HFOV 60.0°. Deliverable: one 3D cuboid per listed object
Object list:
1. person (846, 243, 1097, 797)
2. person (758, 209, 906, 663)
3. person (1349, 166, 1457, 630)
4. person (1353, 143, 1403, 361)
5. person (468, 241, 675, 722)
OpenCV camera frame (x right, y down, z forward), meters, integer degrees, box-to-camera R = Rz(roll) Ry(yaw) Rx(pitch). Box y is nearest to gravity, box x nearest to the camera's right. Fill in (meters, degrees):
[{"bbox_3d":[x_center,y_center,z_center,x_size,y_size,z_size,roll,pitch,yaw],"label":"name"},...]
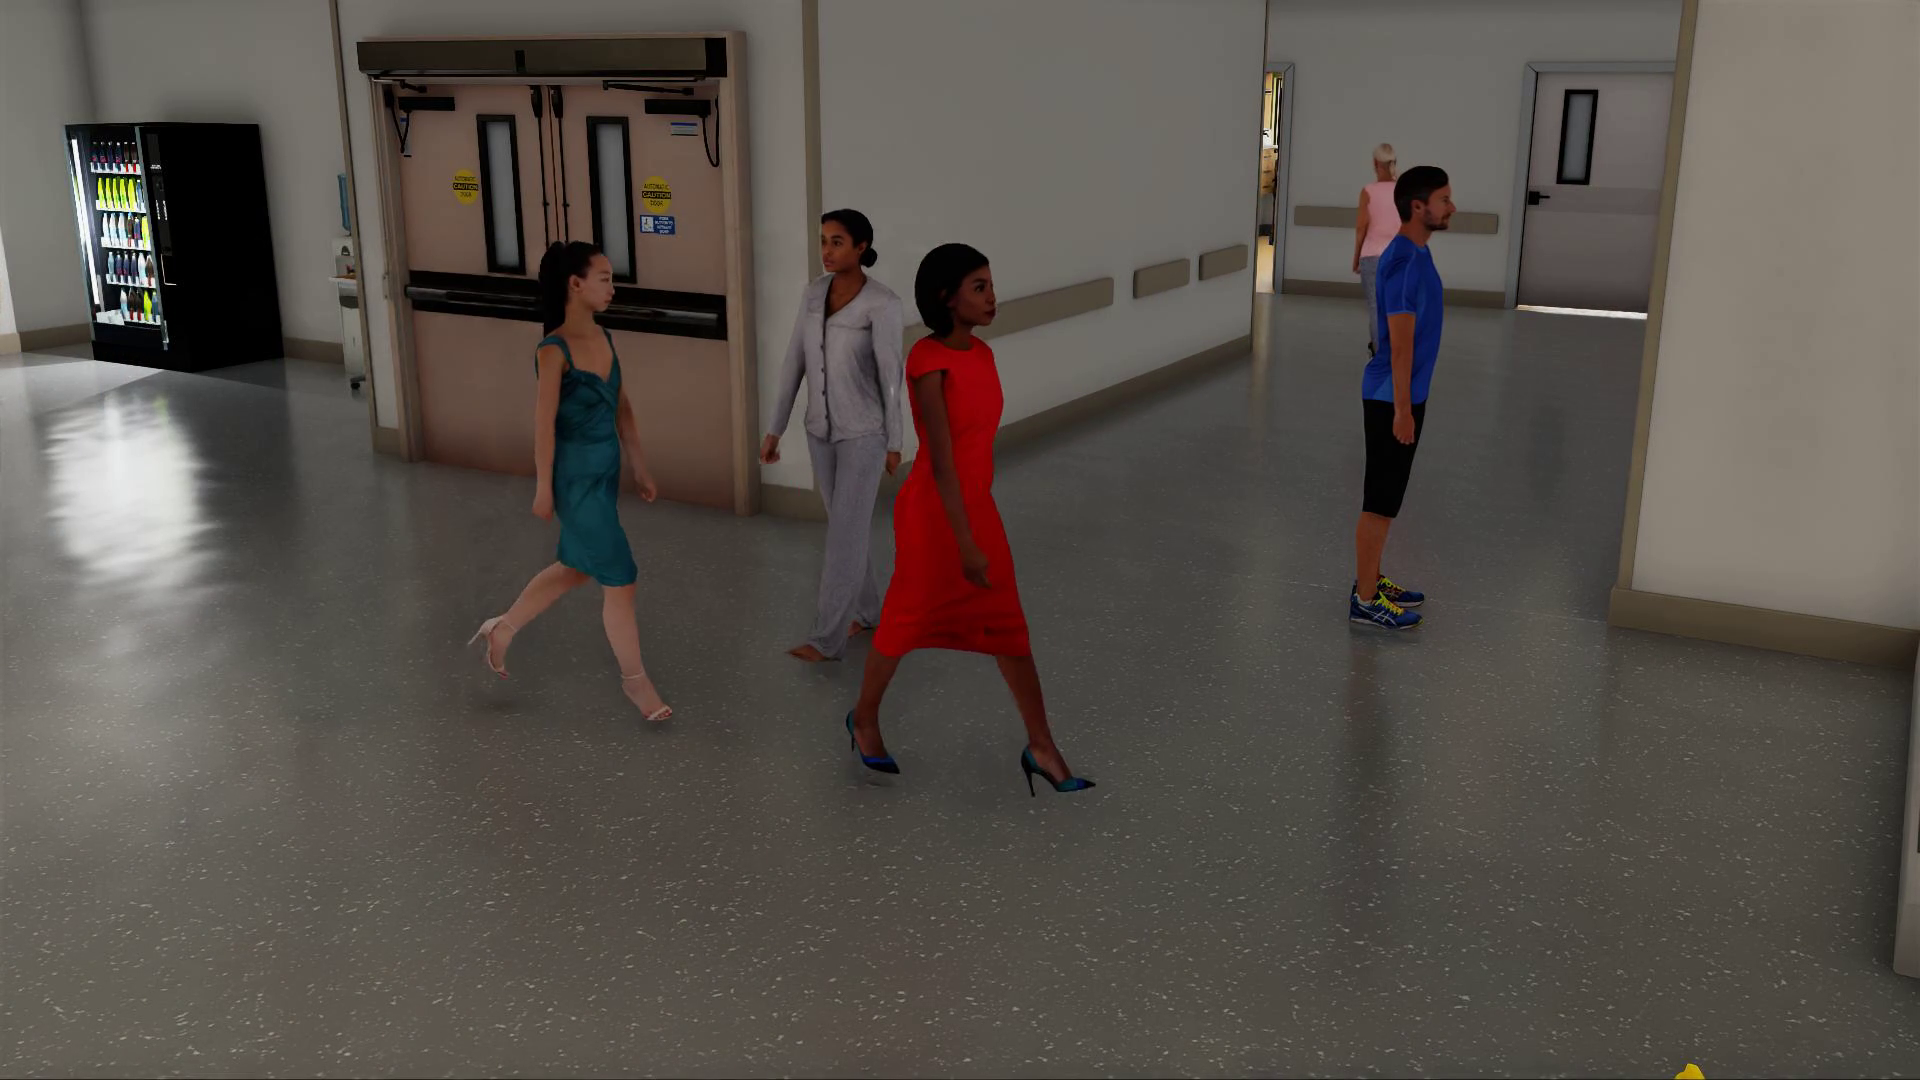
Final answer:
[{"bbox_3d":[-0.118,-0.016,5.125,1.108,1.698,0.624,10,19,33],"label":"person"},{"bbox_3d":[-0.398,-0.422,6.538,0.924,1.713,0.786,12,20,37],"label":"person"},{"bbox_3d":[1.796,-0.589,6.848,0.606,1.866,0.651,5,17,19],"label":"person"},{"bbox_3d":[3.142,-2.024,12.270,1.040,1.686,1.000,-1,16,-3],"label":"person"},{"bbox_3d":[-1.367,-0.165,5.740,1.066,1.652,0.697,5,16,16],"label":"person"}]
